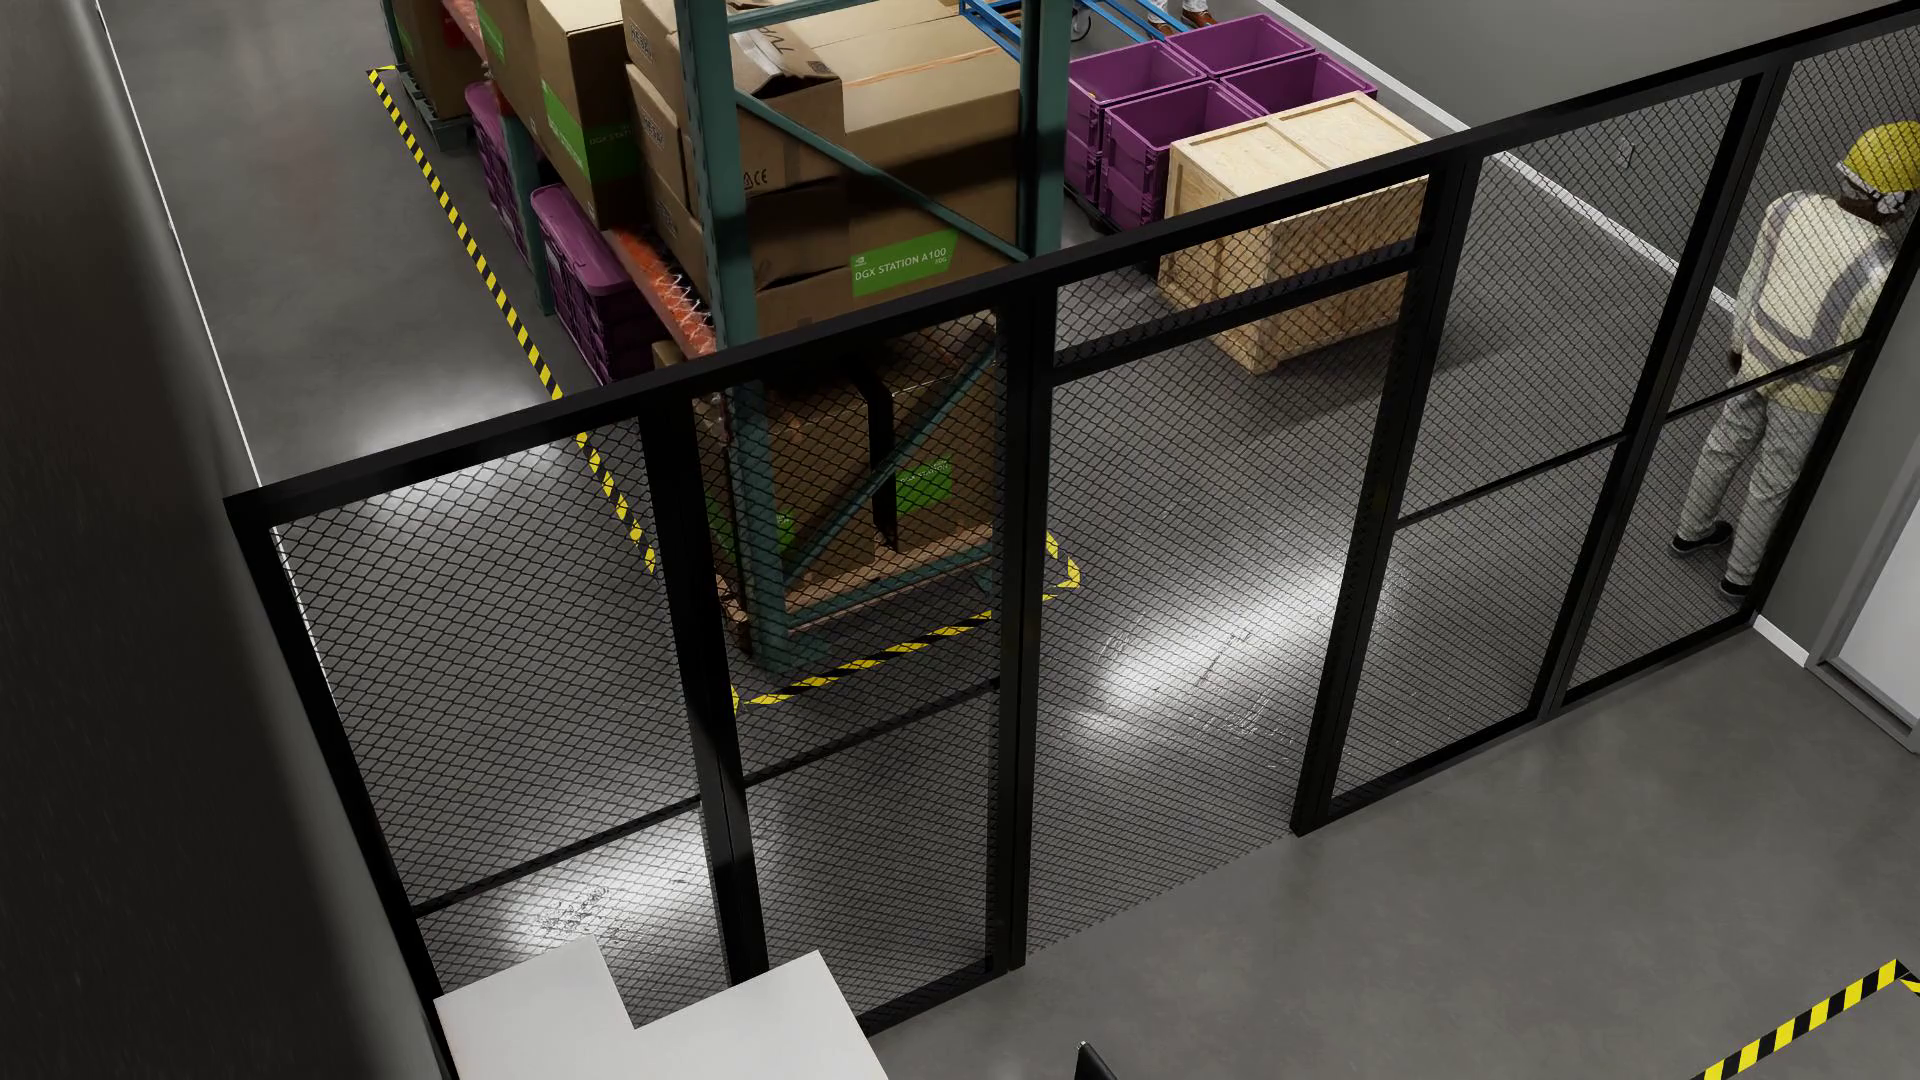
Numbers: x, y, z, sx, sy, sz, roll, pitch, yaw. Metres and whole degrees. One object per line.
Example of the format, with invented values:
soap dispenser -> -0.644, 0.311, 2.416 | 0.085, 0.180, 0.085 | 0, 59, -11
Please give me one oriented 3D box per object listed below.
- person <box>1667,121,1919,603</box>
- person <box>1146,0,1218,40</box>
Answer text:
person -> 2.860, -0.578, 5.654 | 0.404, 1.835, 0.587 | -13, 44, -14
person -> 1.281, -3.629, 8.915 | 0.627, 1.941, 0.371 | -21, 46, -21
